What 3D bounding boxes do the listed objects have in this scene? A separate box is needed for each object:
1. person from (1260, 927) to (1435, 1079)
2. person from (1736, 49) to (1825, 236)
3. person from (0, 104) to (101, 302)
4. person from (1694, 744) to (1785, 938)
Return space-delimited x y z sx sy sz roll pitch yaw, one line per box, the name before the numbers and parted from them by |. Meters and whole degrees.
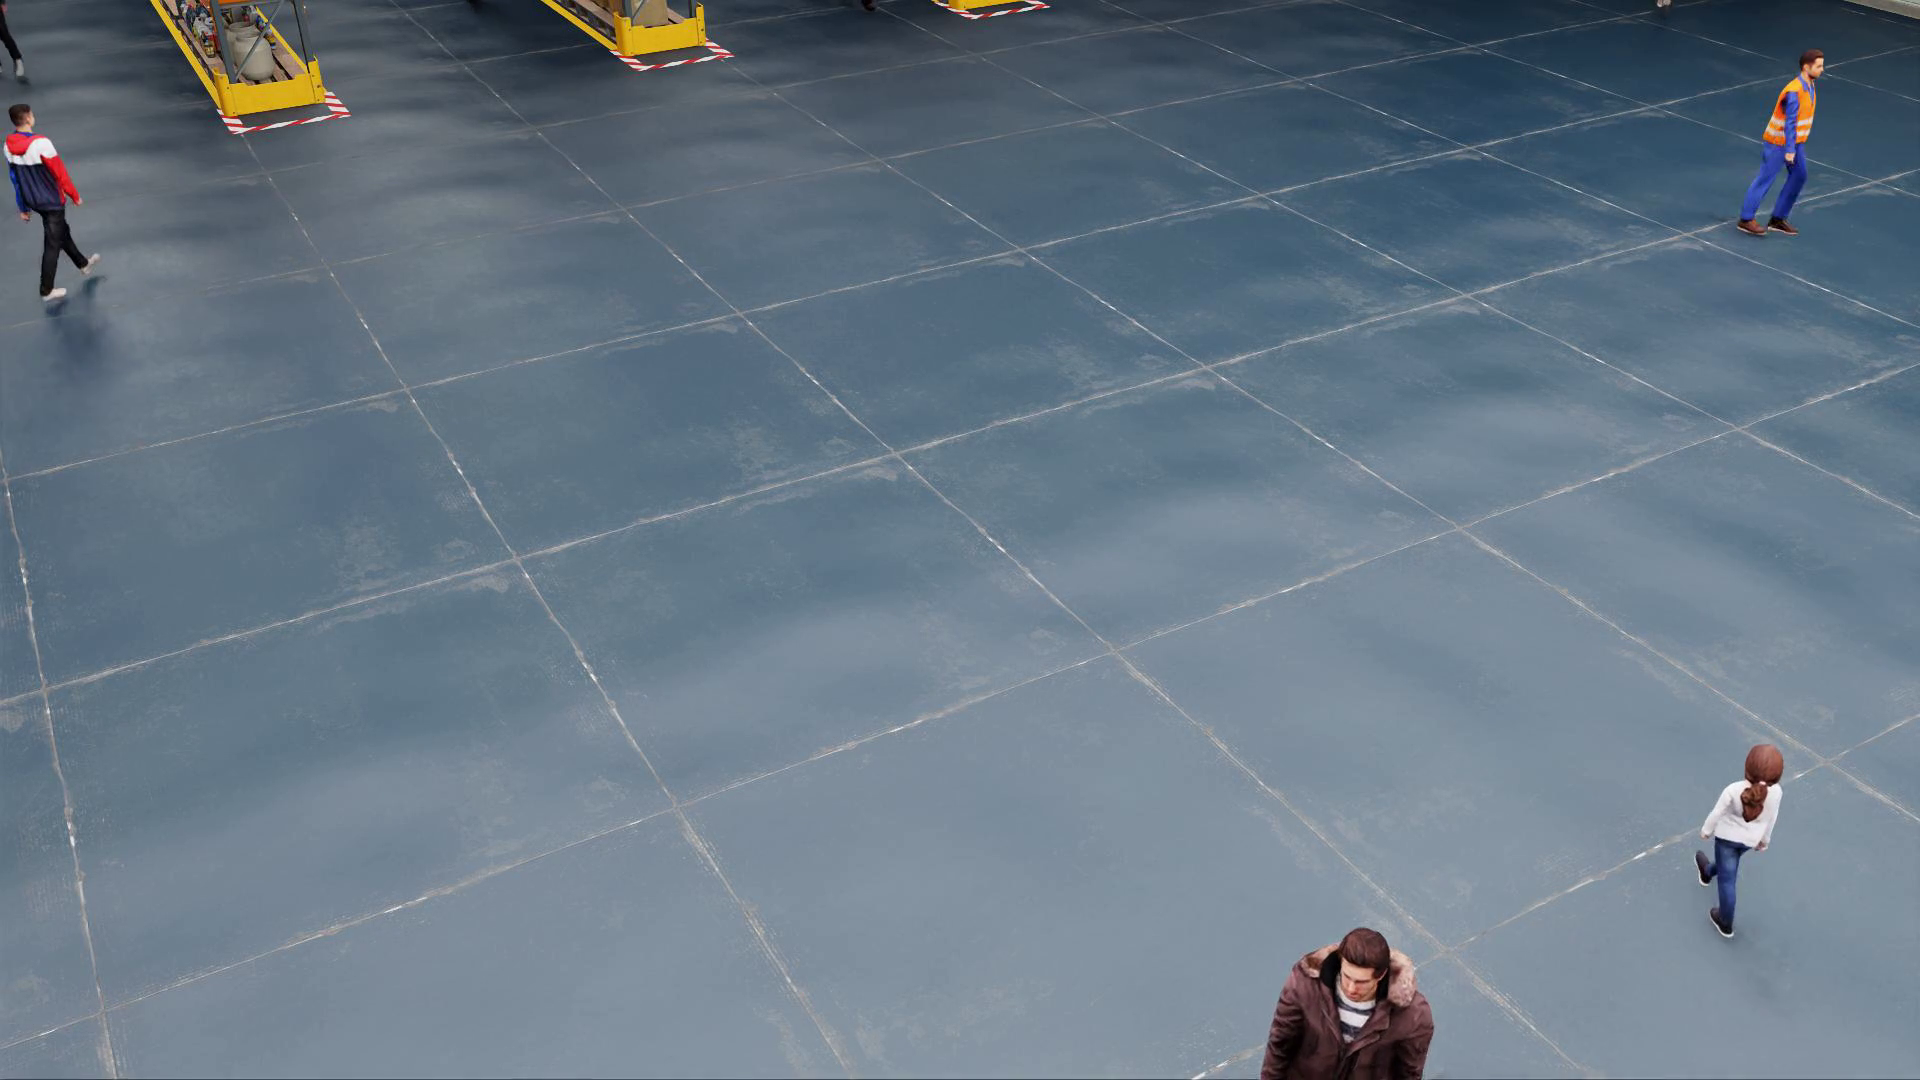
person | 1.546 2.164 6.686 1.219 1.813 1.191 15 35 23
person | 7.964 -3.882 16.240 0.776 1.845 0.844 -24 39 -33
person | -8.268 -2.987 14.948 1.127 1.710 1.171 8 33 13
person | 3.947 1.521 8.388 0.657 1.084 0.820 -2 32 -4
